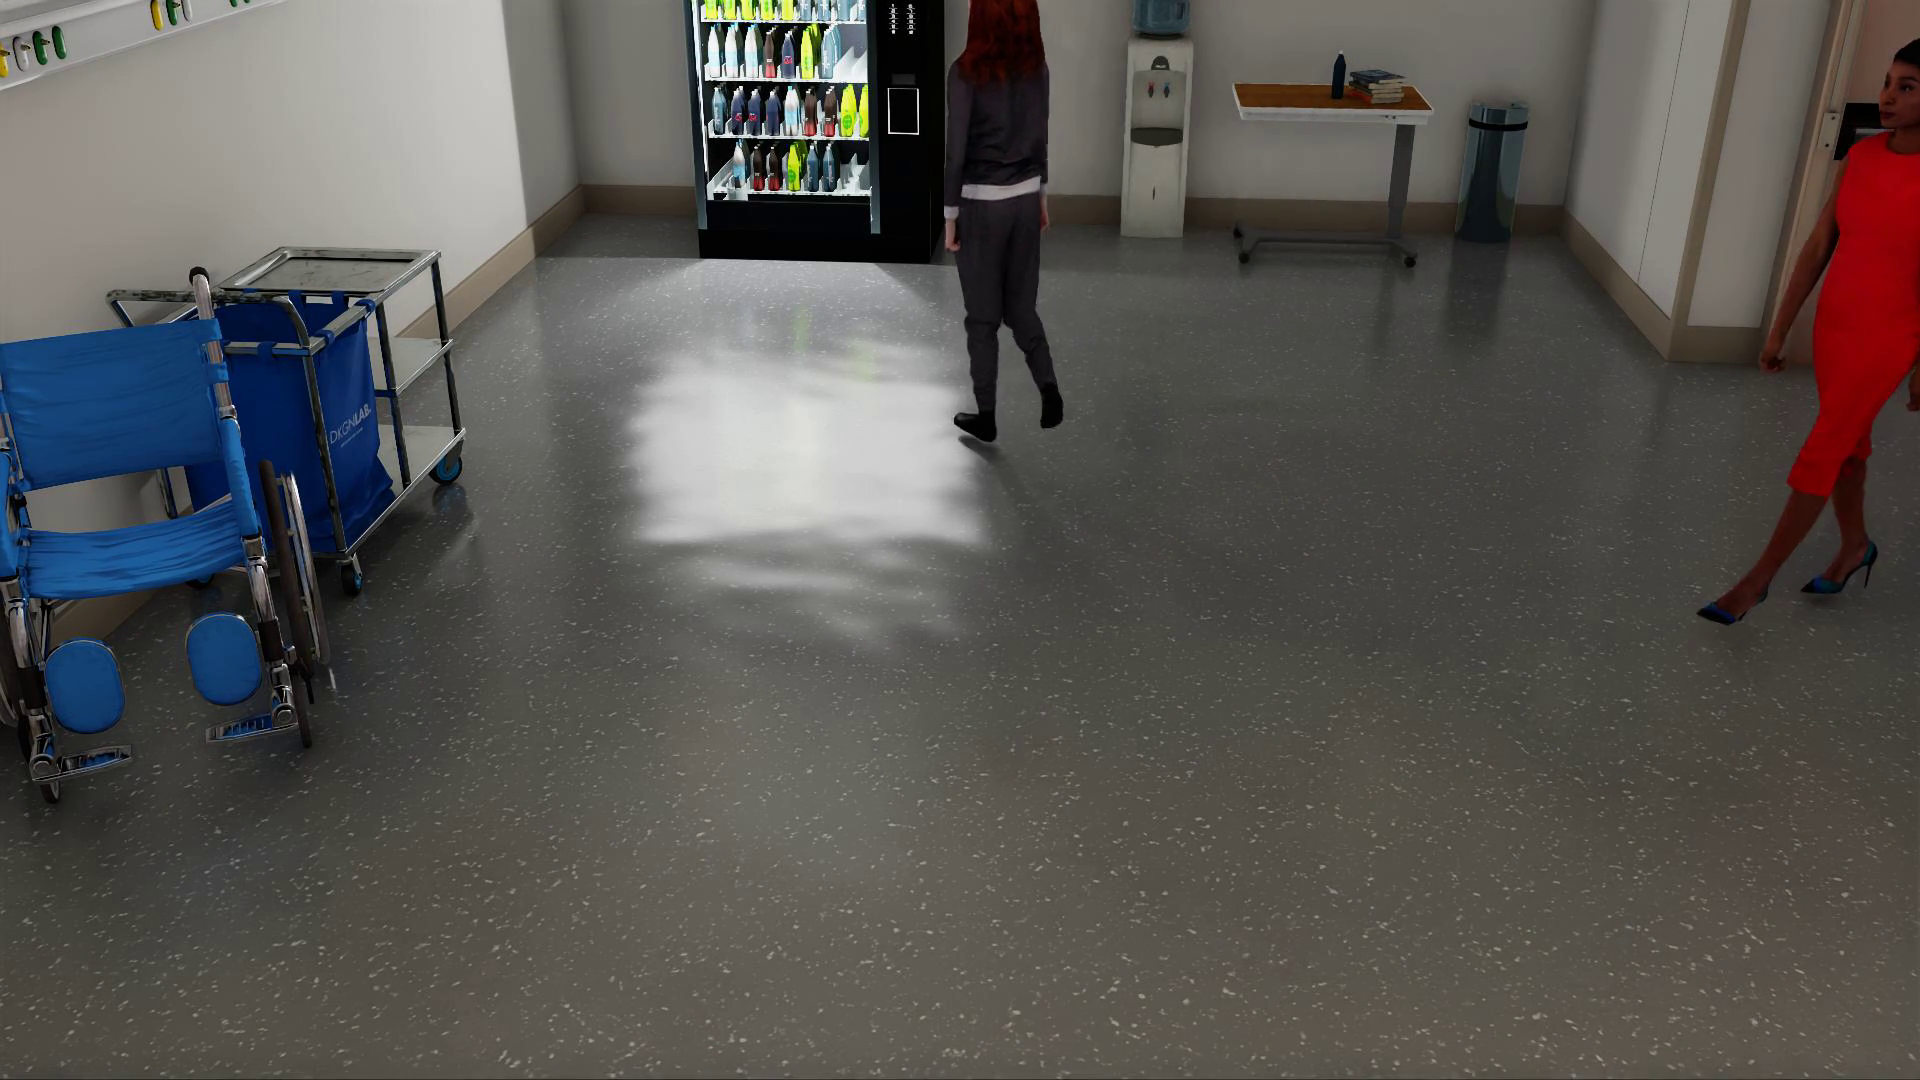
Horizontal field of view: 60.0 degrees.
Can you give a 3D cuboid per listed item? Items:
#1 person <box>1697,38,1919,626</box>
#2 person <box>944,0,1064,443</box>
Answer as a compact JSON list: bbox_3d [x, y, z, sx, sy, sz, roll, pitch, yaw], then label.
[{"bbox_3d":[2.687,-0.561,4.851,1.094,1.712,0.867,-9,27,-17],"label":"person"},{"bbox_3d":[0.184,-1.146,5.999,0.872,1.770,0.904,-15,29,-28],"label":"person"}]
